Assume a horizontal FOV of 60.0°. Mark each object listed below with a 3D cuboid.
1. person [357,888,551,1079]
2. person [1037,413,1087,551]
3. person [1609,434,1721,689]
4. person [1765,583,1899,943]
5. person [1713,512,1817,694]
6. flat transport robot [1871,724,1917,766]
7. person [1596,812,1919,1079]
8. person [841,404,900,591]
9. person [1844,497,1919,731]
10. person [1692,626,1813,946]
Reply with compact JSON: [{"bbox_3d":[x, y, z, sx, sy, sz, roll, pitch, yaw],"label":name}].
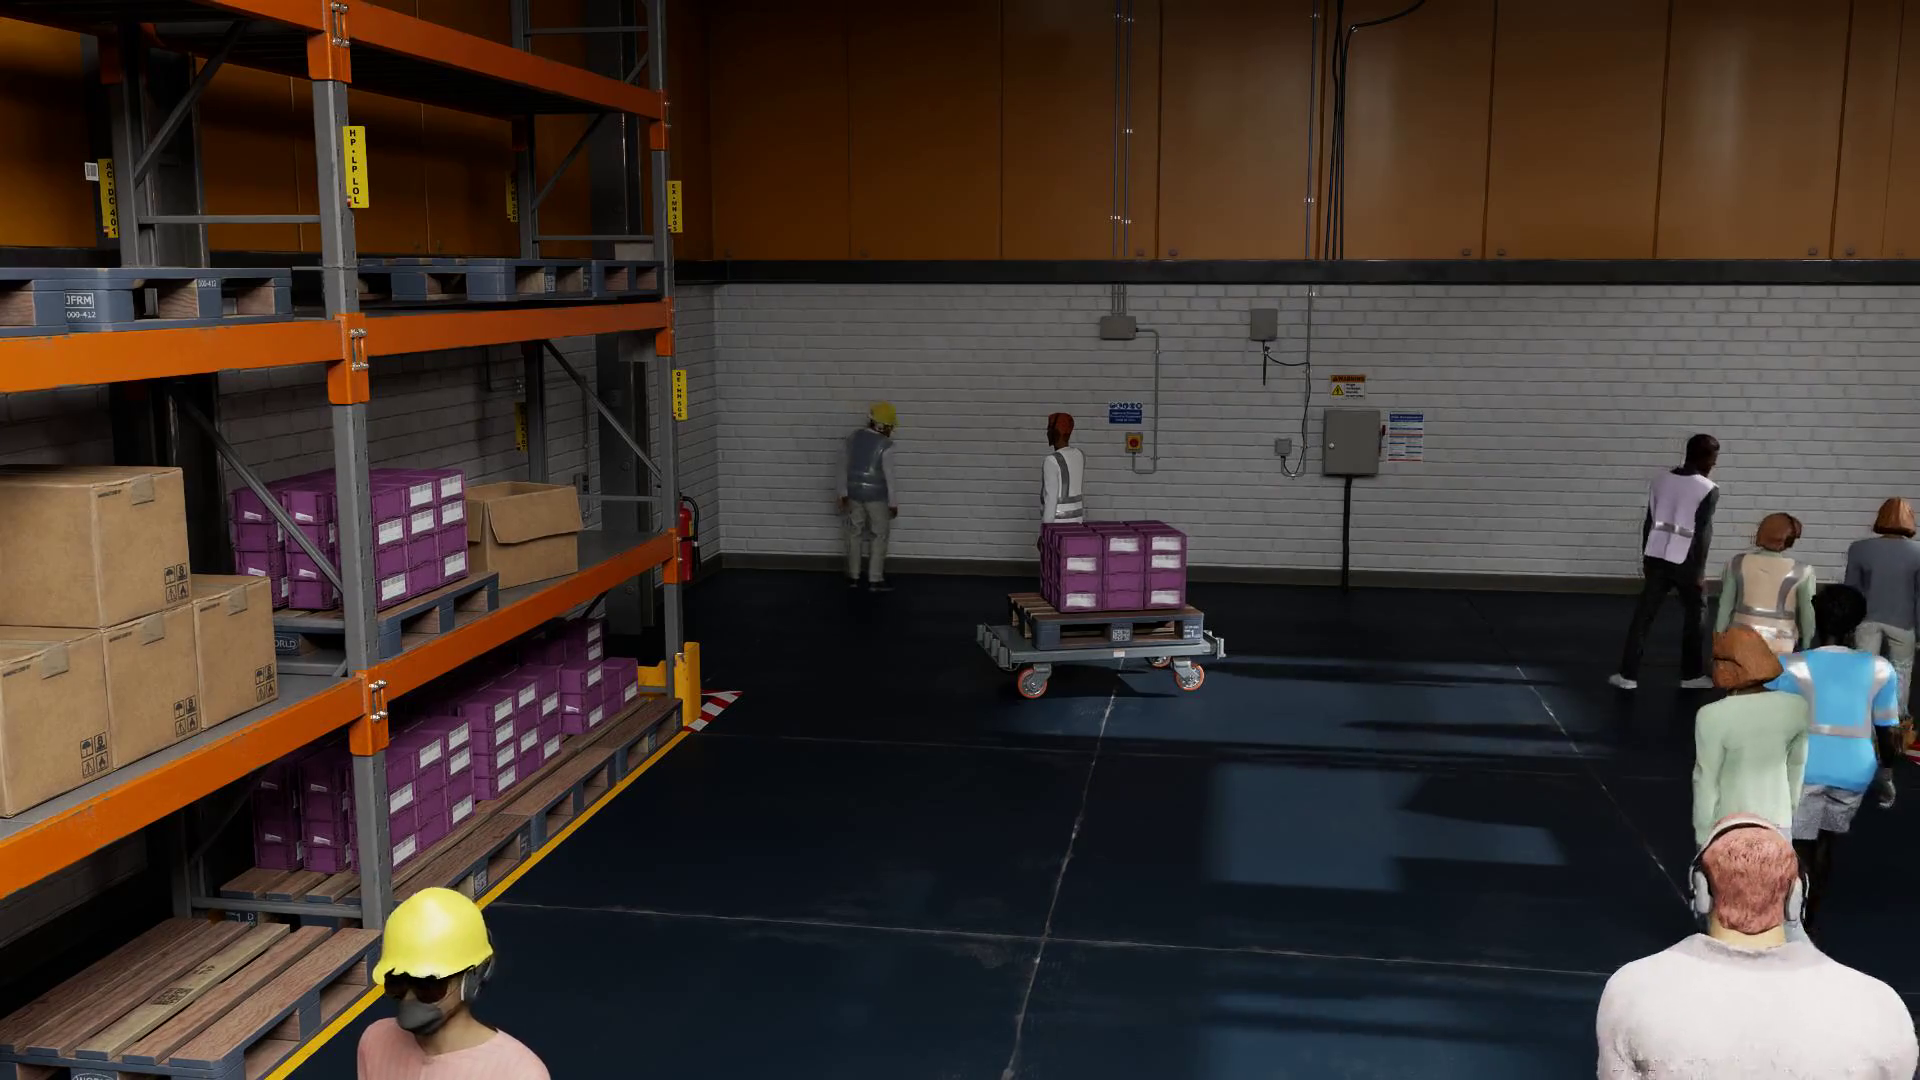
[{"bbox_3d":[-1.081,1.593,3.539,0.533,1.768,0.356,4,10,23],"label":"person"},{"bbox_3d":[0.819,-0.103,13.621,0.355,1.882,0.576,6,11,31],"label":"person"},{"bbox_3d":[5.154,0.166,12.032,0.686,1.869,0.642,-5,10,-27],"label":"person"},{"bbox_3d":[3.742,1.019,7.309,0.643,1.663,0.586,1,9,4],"label":"person"},{"bbox_3d":[4.786,0.638,9.869,0.666,1.614,0.518,-8,12,-42],"label":"person"},{"bbox_3d":[5.388,1.238,10.303,0.652,0.197,1.431,8,12,42],"label":"flat transport robot"},{"bbox_3d":[1.709,1.530,3.647,0.631,1.866,0.991,5,10,27],"label":"person"},{"bbox_3d":[-0.878,-0.413,15.858,0.705,1.787,0.407,7,12,37],"label":"person"},{"bbox_3d":[5.901,0.523,10.580,0.510,1.608,0.714,7,11,36],"label":"person"},{"bbox_3d":[3.175,1.164,6.607,0.510,1.615,0.554,-1,9,-7],"label":"person"}]
